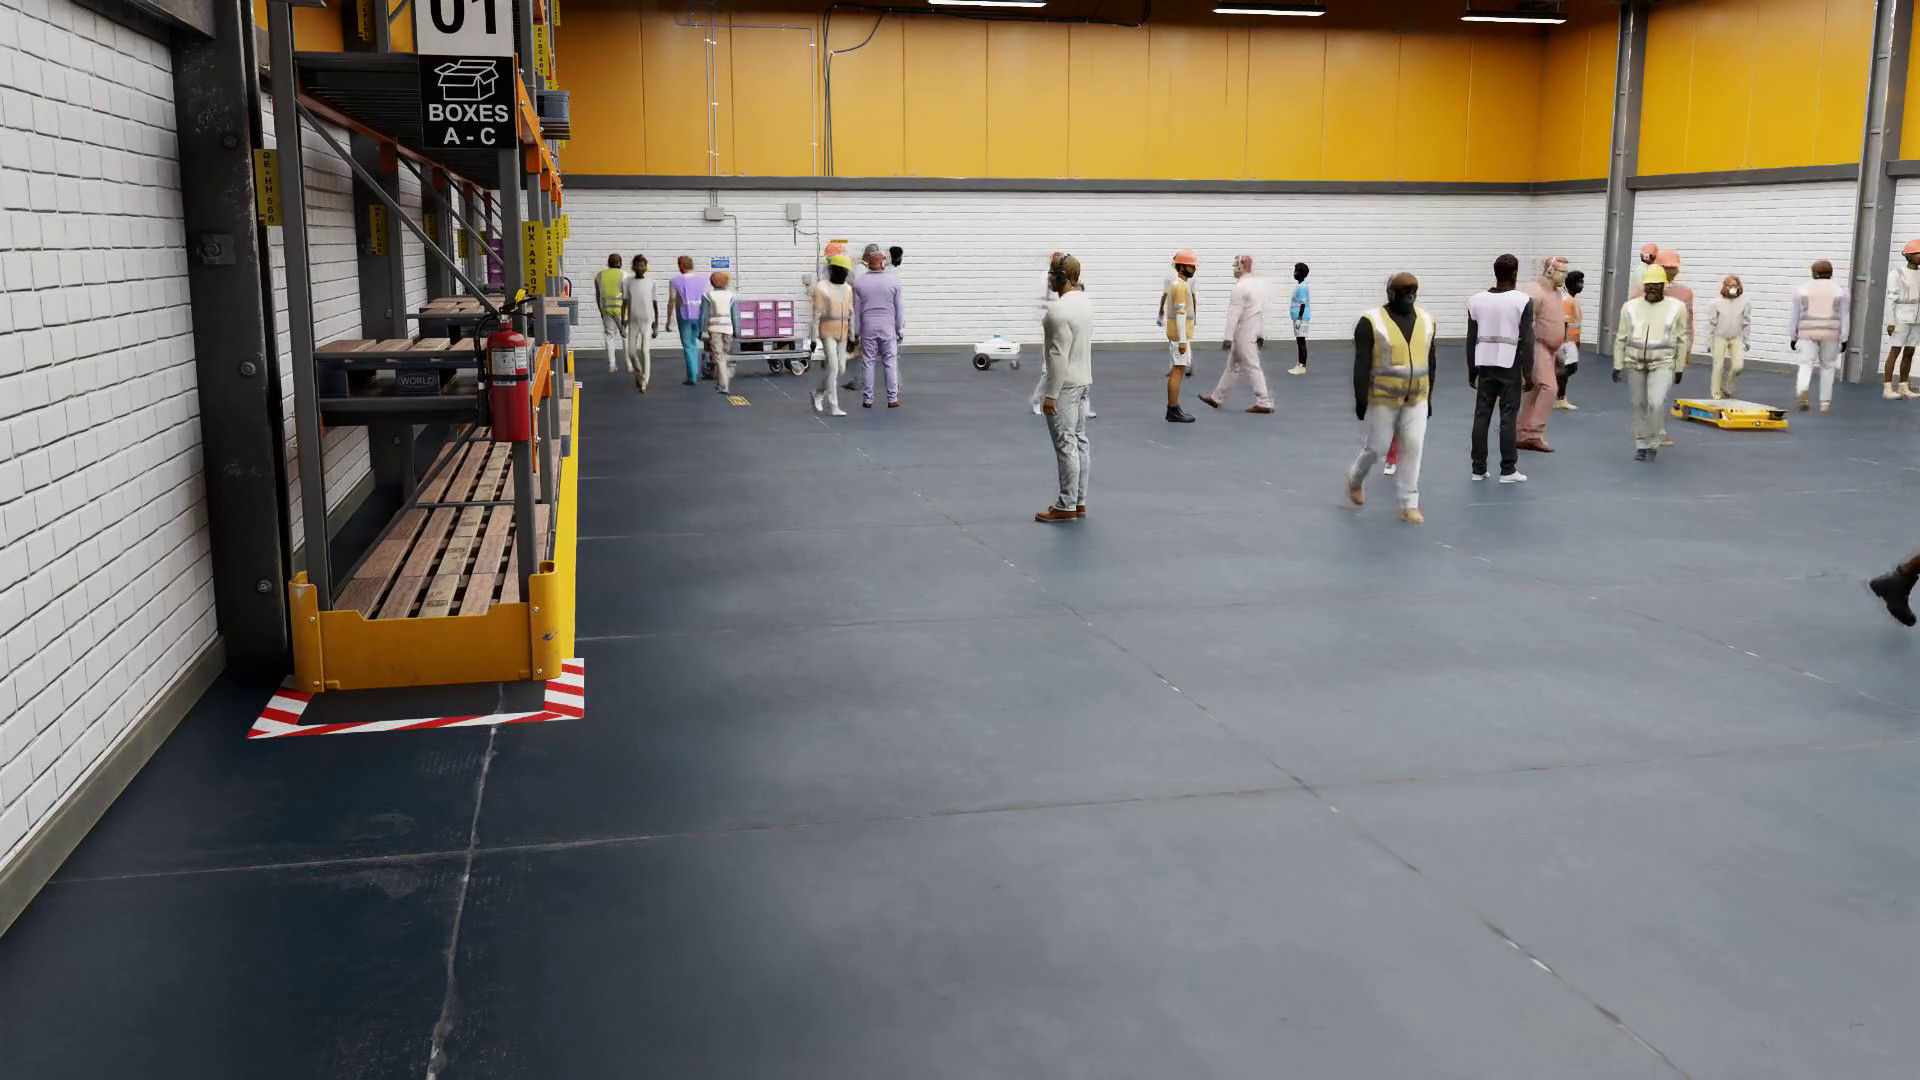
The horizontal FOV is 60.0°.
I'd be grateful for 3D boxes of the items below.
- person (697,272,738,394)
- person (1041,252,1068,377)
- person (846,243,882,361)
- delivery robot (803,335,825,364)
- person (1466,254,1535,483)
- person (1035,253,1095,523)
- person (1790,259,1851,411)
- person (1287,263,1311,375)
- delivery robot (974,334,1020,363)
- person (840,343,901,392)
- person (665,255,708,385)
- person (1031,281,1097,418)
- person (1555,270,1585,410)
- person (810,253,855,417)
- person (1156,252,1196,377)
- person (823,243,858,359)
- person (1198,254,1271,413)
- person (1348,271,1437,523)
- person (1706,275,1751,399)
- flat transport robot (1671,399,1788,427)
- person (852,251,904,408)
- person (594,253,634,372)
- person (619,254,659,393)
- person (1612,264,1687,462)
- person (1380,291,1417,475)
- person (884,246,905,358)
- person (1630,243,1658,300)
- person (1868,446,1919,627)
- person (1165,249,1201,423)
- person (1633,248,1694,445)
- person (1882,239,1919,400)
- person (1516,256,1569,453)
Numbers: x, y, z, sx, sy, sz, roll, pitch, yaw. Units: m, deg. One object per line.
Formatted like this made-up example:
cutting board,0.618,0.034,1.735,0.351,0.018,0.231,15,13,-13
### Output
person,-3.270,-2.767,22.259,0.519,1.602,0.789,-8,13,-36
person,1.426,-3.311,24.551,0.505,1.863,0.614,-1,10,-5
person,-1.614,-4.039,28.087,0.988,2.000,0.684,6,12,30
delivery robot,-2.313,-2.944,25.878,0.707,0.478,0.477,-5,11,-27
person,4.547,-1.441,14.028,0.587,1.919,0.391,10,14,43
person,0.761,-1.091,12.034,0.372,1.940,0.631,4,11,22
person,10.148,-2.400,19.655,0.646,1.818,0.723,6,12,28
person,5.142,-3.340,25.165,0.318,1.697,0.534,1,10,8
delivery robot,0.588,-2.994,26.151,0.707,0.478,0.477,1,10,4
person,-1.169,-2.764,22.286,0.872,1.587,0.512,6,12,30
person,-3.874,-3.102,23.518,0.575,1.820,0.653,-9,13,-39
person,1.182,-2.213,19.265,0.531,1.581,0.920,-8,13,-37
person,7.229,-2.374,19.871,0.419,1.680,0.535,5,11,24
person,-1.538,-2.407,19.489,0.763,1.887,0.679,9,13,40
person,3.216,-3.339,24.702,0.545,1.864,0.400,-3,11,-14
person,-2.116,-4.030,28.228,0.613,1.962,1.120,8,13,39
person,3.272,-2.437,19.696,0.995,1.855,0.674,5,12,28
person,3.159,-1.058,12.207,0.634,1.823,0.737,-2,10,-12
person,9.343,-2.409,20.233,0.529,1.612,0.390,2,10,9
flat transport robot,8.522,-1.417,18.460,0.652,0.197,1.431,0,10,0
person,-0.996,-2.555,20.258,0.639,1.901,0.406,0,10,1
person,-5.309,-3.507,25.707,0.639,1.838,0.444,1,10,8
person,-4.312,-2.915,22.390,0.534,1.846,0.673,-1,10,-5
person,6.298,-1.613,15.267,0.611,1.808,0.615,7,12,35
person,3.840,-1.454,14.559,0.542,1.744,0.504,5,11,27
person,-1.136,-4.069,28.516,0.462,1.939,0.649,-3,11,-14
person,10.429,-3.527,25.394,0.387,1.988,0.608,4,11,21
person,5.078,-0.450,8.513,0.523,1.927,0.561,3,11,18
person,2.503,-2.290,18.685,0.363,1.933,0.552,1,10,3
person,7.085,-1.975,16.873,0.621,1.966,0.942,0,10,-2
person,12.156,-2.822,21.320,0.613,2.048,0.362,-3,11,-17
person,5.665,-1.782,16.023,0.643,1.876,0.664,8,13,39
